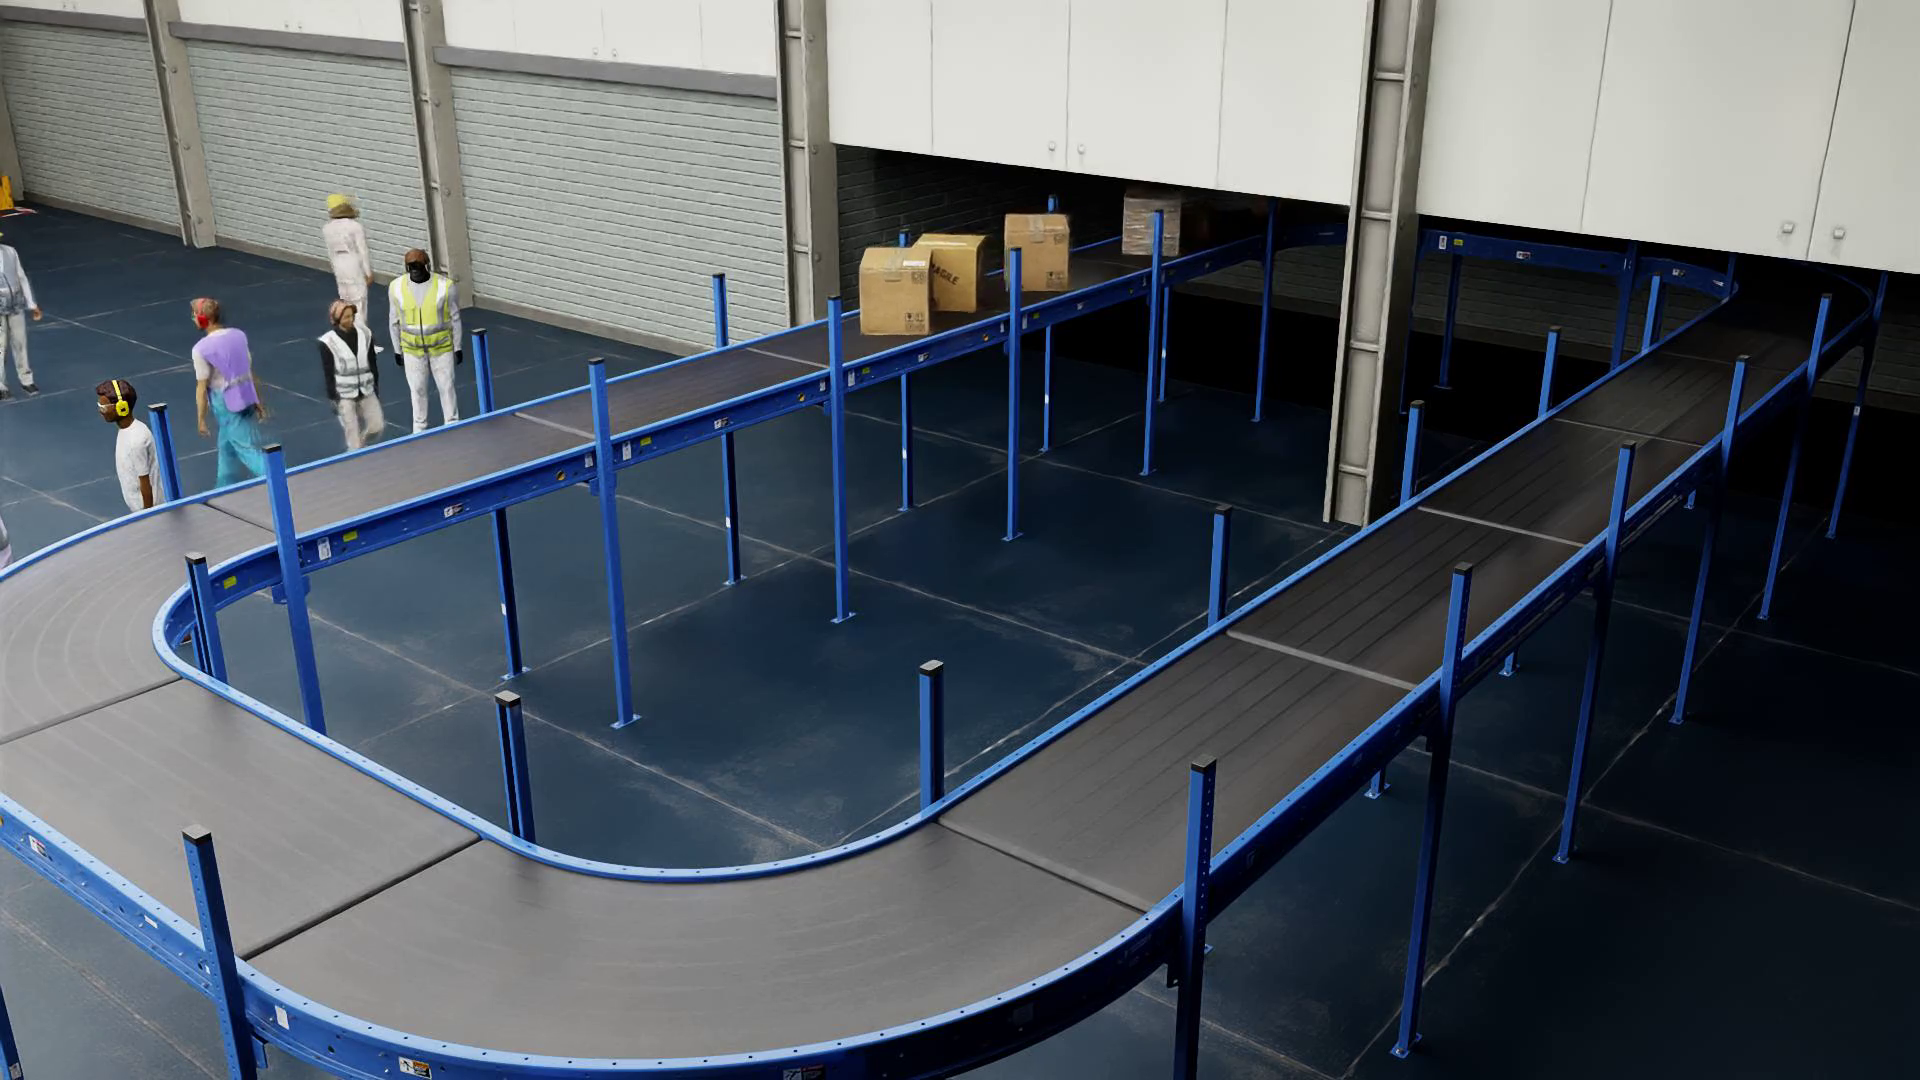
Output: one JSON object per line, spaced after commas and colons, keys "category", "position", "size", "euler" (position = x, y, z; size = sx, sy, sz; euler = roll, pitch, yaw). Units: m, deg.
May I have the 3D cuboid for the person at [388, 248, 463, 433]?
{"category": "person", "position": [-4.830, -1.738, 15.095], "size": [0.634, 1.839, 0.429], "euler": [-3, 22, -7]}

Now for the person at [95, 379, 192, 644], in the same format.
{"category": "person", "position": [-5.443, -0.171, 11.095], "size": [0.329, 1.861, 0.504], "euler": [-14, 26, -32]}

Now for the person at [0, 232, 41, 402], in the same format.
{"category": "person", "position": [-9.556, -2.316, 16.586], "size": [0.417, 1.824, 0.605], "euler": [10, 24, 24]}

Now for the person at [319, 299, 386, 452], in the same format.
{"category": "person", "position": [-5.155, -1.247, 14.131], "size": [0.390, 1.627, 0.522], "euler": [17, 27, 37]}

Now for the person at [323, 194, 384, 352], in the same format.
{"category": "person", "position": [-6.674, -2.927, 18.298], "size": [0.636, 1.703, 0.351], "euler": [7, 23, 18]}

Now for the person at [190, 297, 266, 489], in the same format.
{"category": "person", "position": [-5.881, -1.081, 13.494], "size": [0.972, 1.798, 0.576], "euler": [5, 22, 12]}
